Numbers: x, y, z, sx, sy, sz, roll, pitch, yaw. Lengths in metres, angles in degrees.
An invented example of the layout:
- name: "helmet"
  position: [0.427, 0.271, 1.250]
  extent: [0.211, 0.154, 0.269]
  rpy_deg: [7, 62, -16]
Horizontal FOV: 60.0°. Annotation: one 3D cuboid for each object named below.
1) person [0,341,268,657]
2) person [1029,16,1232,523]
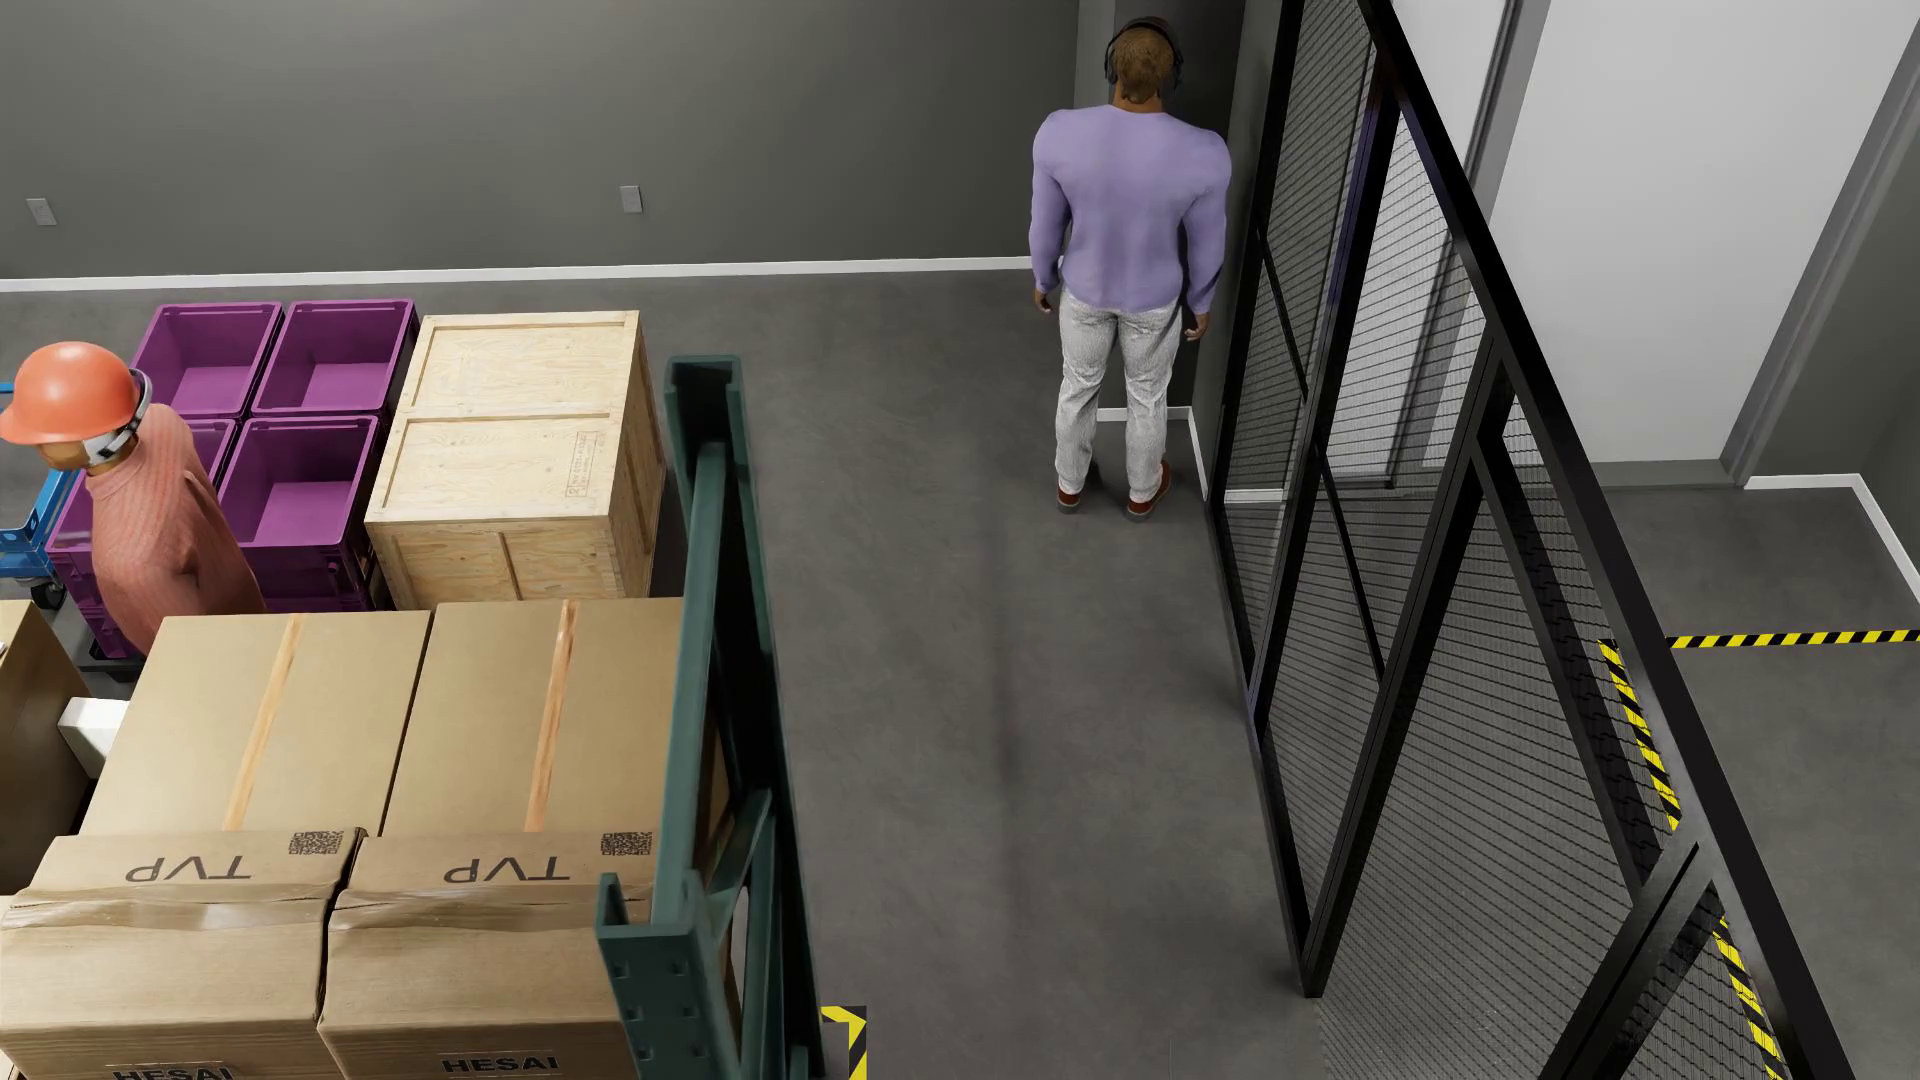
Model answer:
- name: "person"
  position: [-2.038, 0.257, 4.471]
  extent: [0.373, 1.997, 0.609]
  rpy_deg: [-12, 47, -11]
- name: "person"
  position: [0.545, -0.841, 5.559]
  extent: [0.636, 1.938, 0.355]
  rpy_deg: [10, 47, 9]
